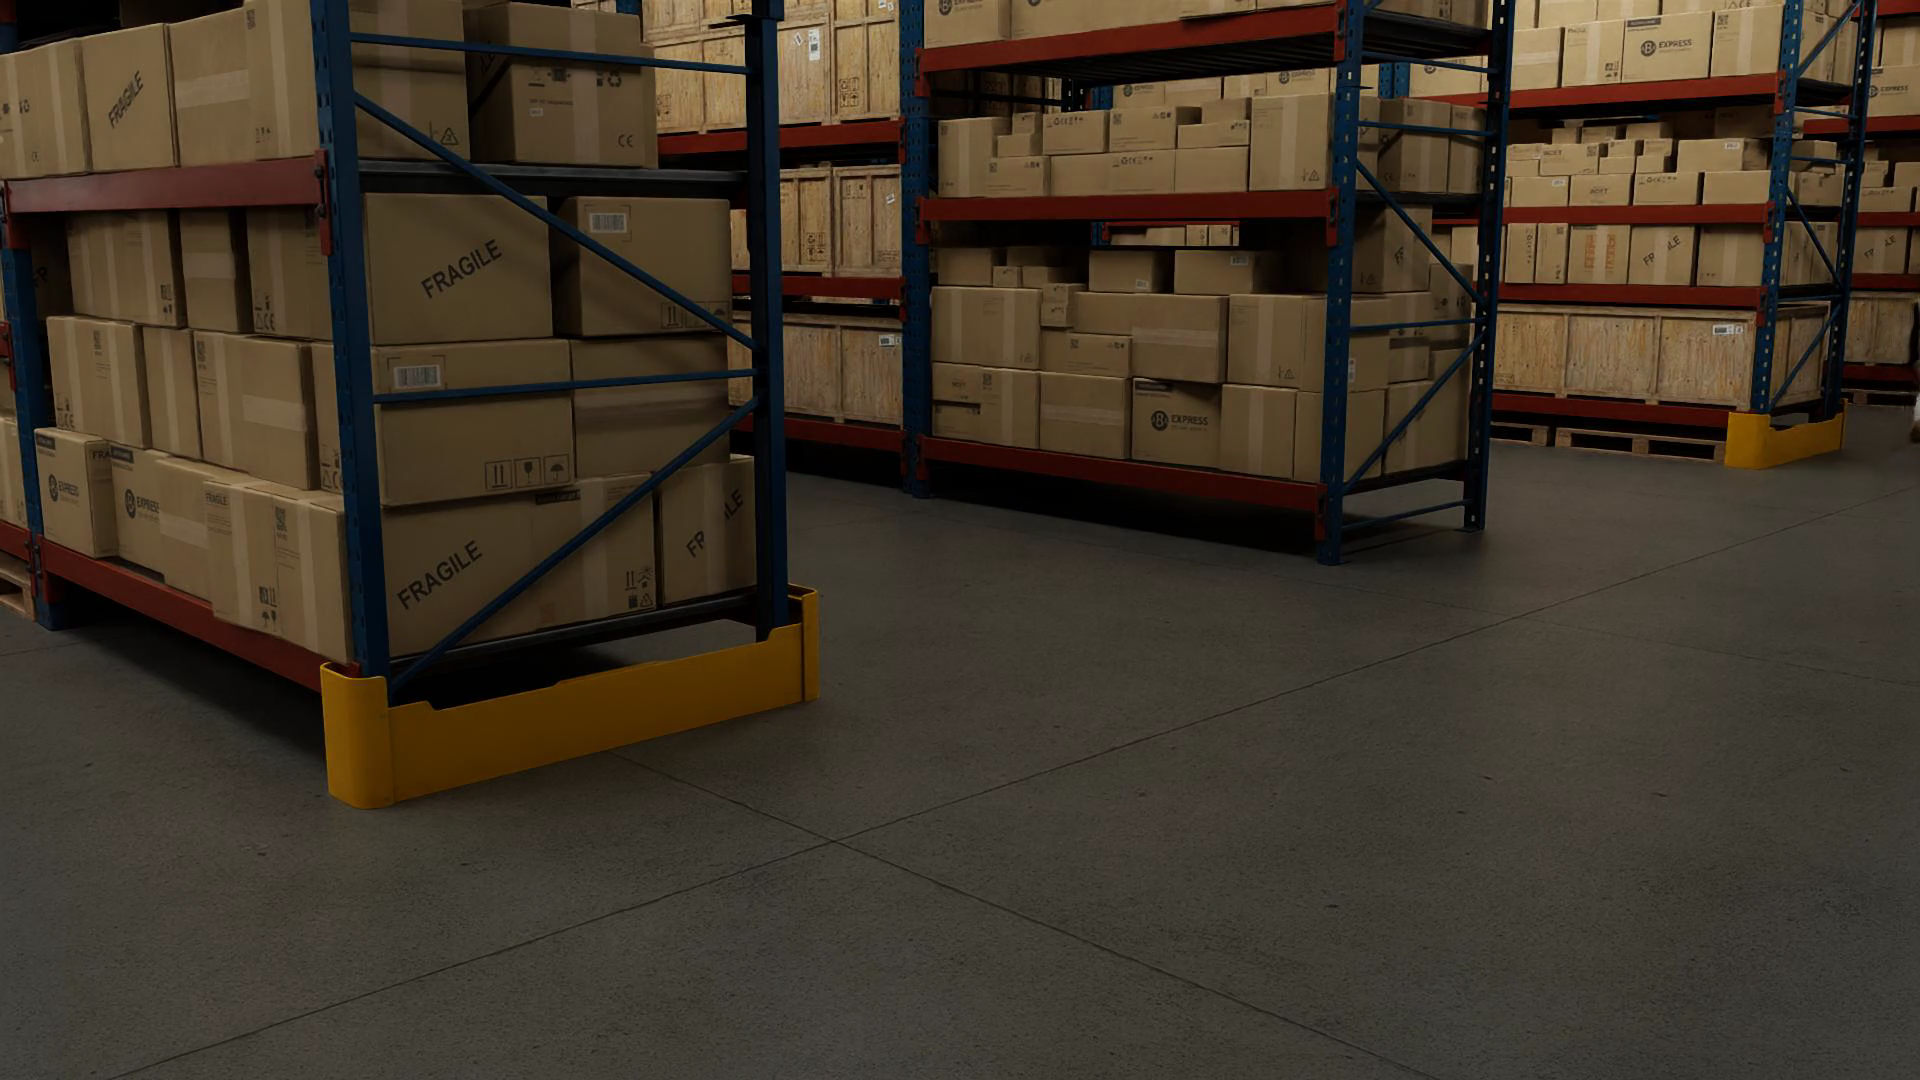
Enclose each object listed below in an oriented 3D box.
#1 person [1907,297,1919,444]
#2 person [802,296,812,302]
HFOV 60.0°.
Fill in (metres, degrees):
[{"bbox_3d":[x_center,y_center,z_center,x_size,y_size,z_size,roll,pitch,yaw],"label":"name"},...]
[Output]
[{"bbox_3d":[9.854,-1.820,16.644,0.438,1.830,0.655,-9,14,-41],"label":"person"},{"bbox_3d":[-2.328,-2.929,22.404,0.842,1.947,0.391,8,13,38],"label":"person"}]
